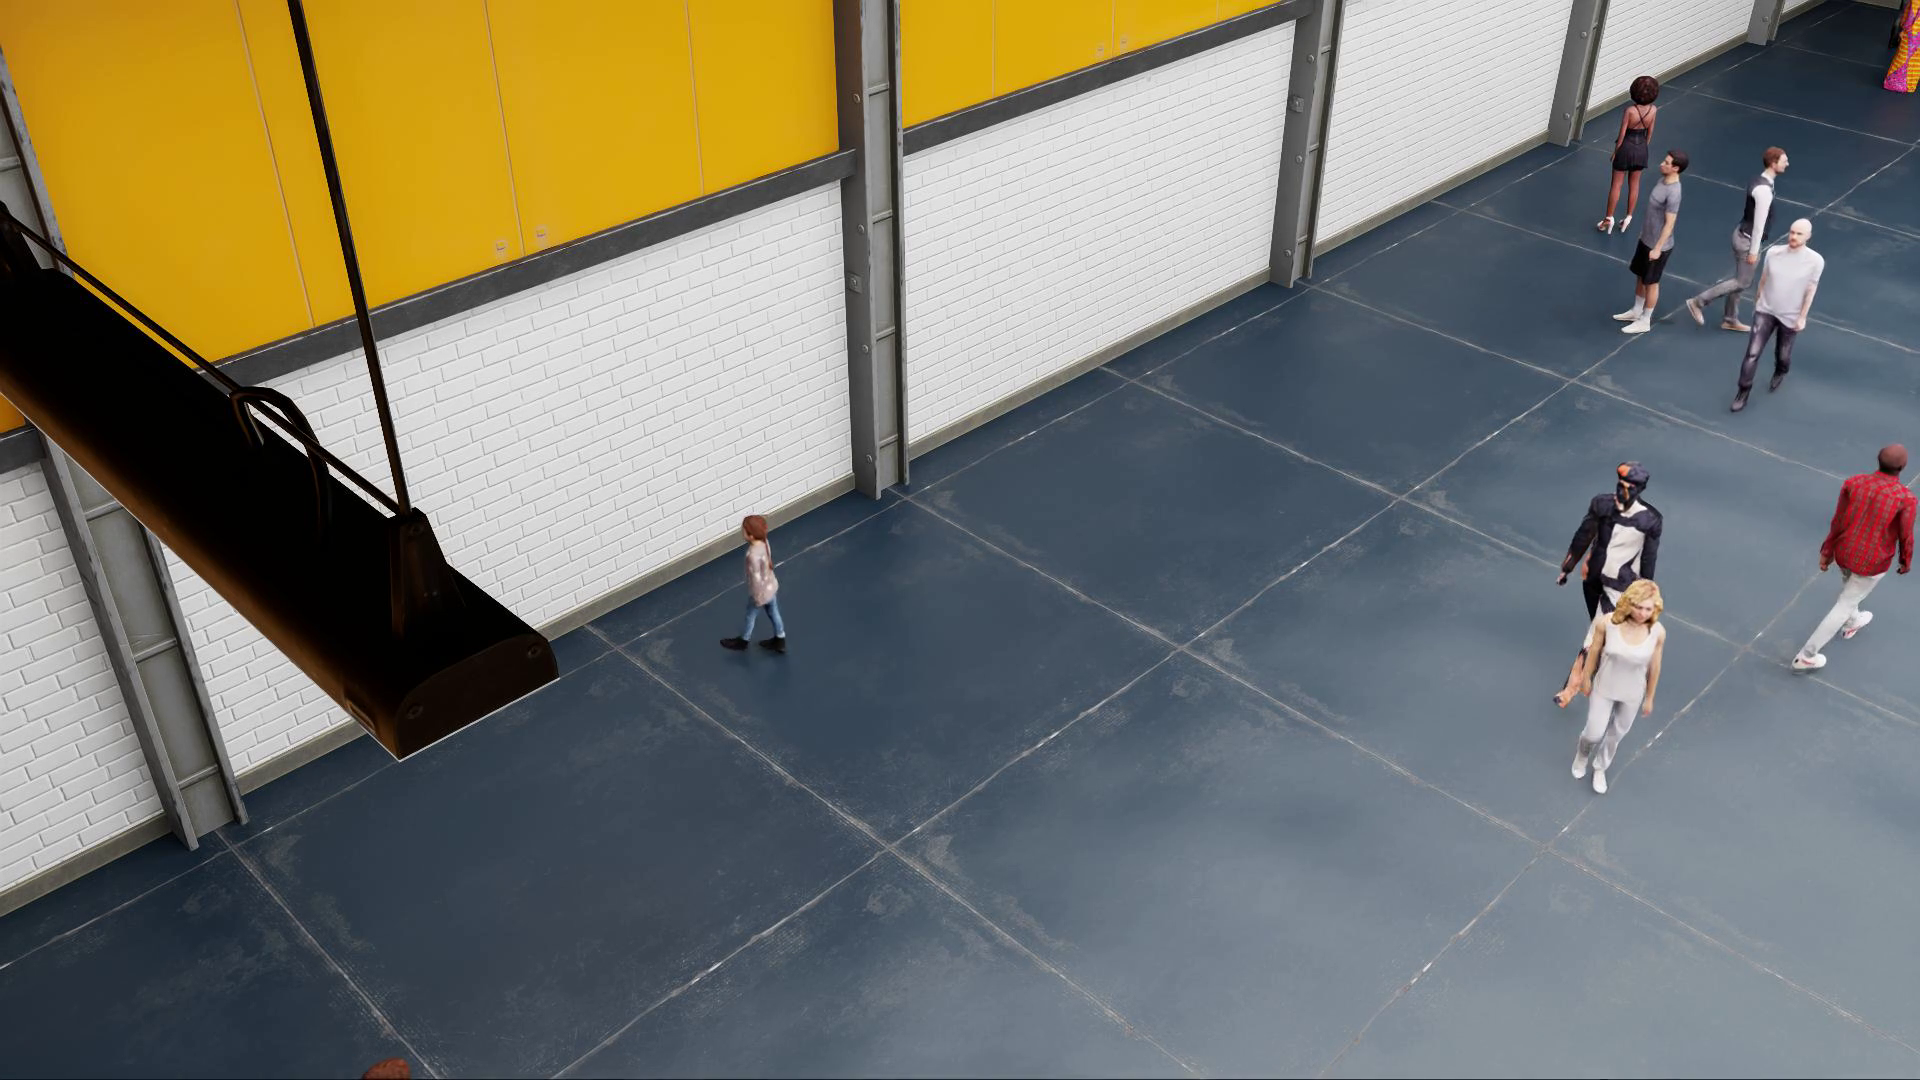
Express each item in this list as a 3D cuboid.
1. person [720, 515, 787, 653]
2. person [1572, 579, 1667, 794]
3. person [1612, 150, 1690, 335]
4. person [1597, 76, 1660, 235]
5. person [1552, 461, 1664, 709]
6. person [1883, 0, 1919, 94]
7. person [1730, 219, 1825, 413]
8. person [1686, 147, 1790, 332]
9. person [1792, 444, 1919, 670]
[{"bbox_3d":[-1.398,0.345,12.135,0.748,1.180,0.728,7,34,10],"label":"person"},{"bbox_3d":[4.302,0.907,10.857,0.719,1.658,0.755,8,34,11],"label":"person"},{"bbox_3d":[6.915,-2.962,16.488,0.793,1.868,0.718,2,34,3],"label":"person"},{"bbox_3d":[7.487,-4.295,18.565,0.633,1.790,0.708,-4,34,-6],"label":"person"},{"bbox_3d":[4.600,0.256,11.673,1.181,1.840,0.764,-26,41,-33],"label":"person"},{"bbox_3d":[13.088,-7.011,22.749,0.760,1.682,0.837,-6,34,-9],"label":"person"},{"bbox_3d":[7.532,-2.077,15.209,0.757,1.809,1.102,24,41,32],"label":"person"},{"bbox_3d":[7.699,-2.960,16.440,0.919,1.919,0.966,12,36,18],"label":"person"},{"bbox_3d":[6.391,0.165,11.869,1.259,1.775,0.848,-19,38,-26],"label":"person"}]
